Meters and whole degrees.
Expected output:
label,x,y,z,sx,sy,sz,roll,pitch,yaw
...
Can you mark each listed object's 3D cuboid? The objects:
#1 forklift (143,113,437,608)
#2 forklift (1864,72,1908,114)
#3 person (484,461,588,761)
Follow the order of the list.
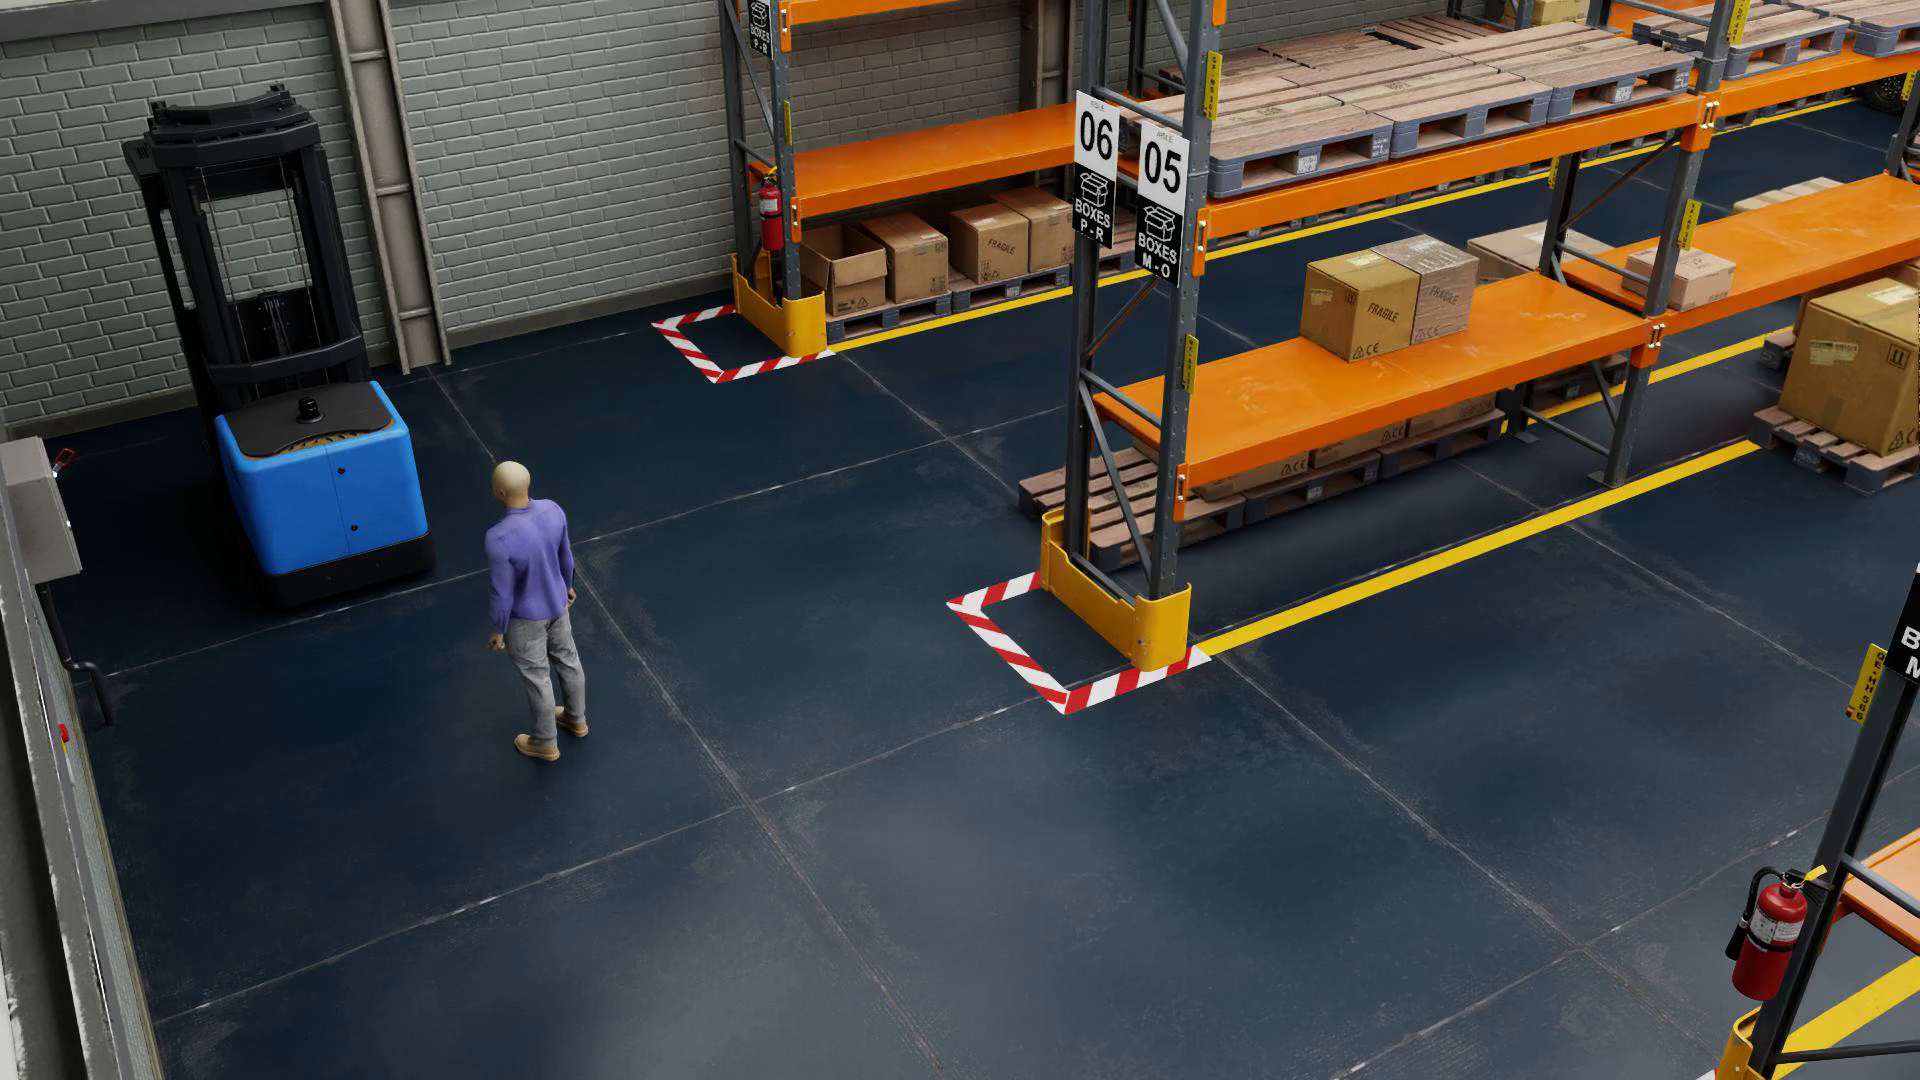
label,x,y,z,sx,sy,sz,roll,pitch,yaw
forklift,-4.289,-1.259,10.509,1.129,2.768,1.873,-17,36,-26
forklift,11.468,-5.645,18.244,1.214,2.155,2.313,-17,36,-26
person,-2.254,0.378,8.875,0.395,1.800,0.589,19,36,27
